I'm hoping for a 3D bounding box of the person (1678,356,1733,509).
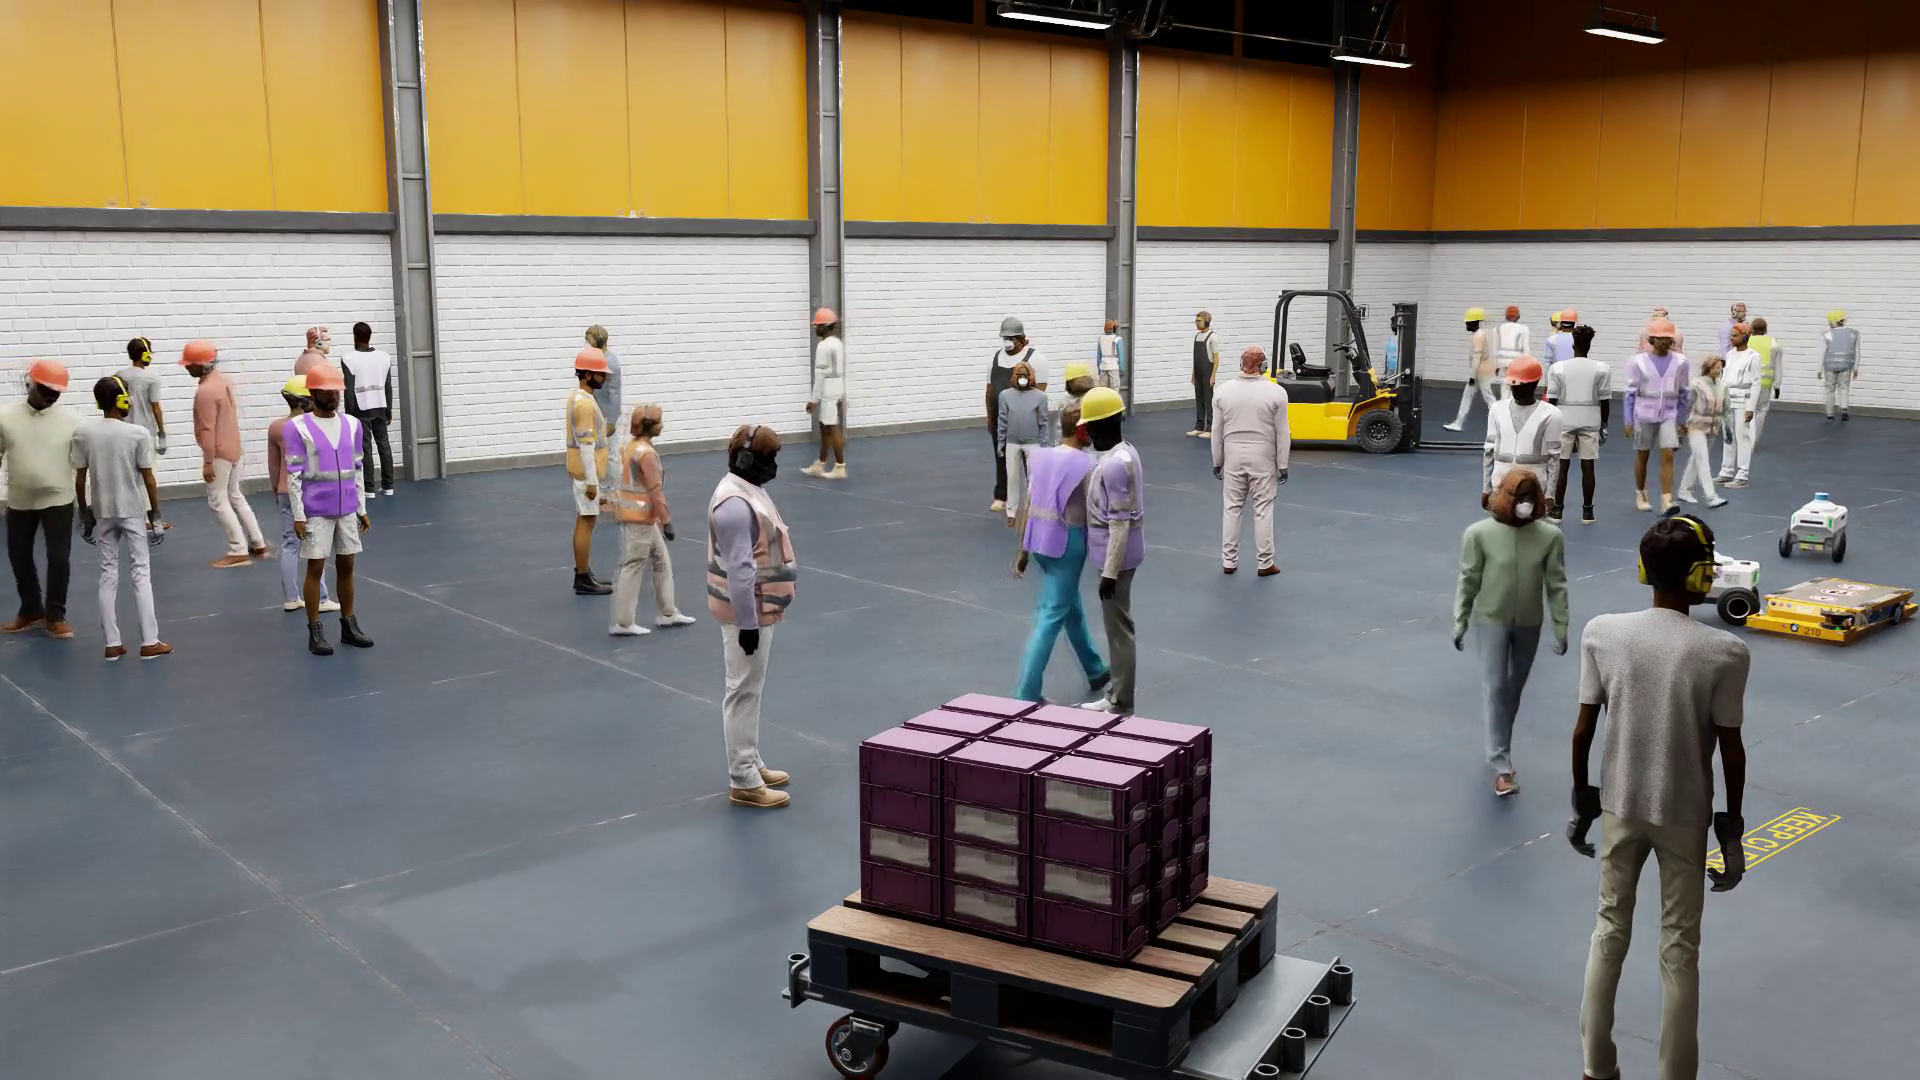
[{"bbox_3d":[7.870,-1.132,17.490,0.525,1.585,0.877,-3,10,-20],"label":"person"}]

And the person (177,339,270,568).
[{"bbox_3d":[-6.283,-0.733,14.127,0.526,1.956,0.697,-1,10,-7],"label":"person"}]

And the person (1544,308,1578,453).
[{"bbox_3d":[8.119,-2.132,22.322,0.542,1.938,0.358,5,11,25],"label":"person"}]

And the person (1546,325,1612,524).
[{"bbox_3d":[6.089,-1.137,16.412,0.607,1.965,0.366,3,10,17],"label":"person"}]

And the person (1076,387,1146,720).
[{"bbox_3d":[0.837,0.102,9.312,0.396,1.915,0.589,1,10,8],"label":"person"}]

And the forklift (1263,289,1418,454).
[{"bbox_3d":[5.034,-2.339,22.783,2.313,2.155,1.214,3,10,16],"label":"forklift"}]

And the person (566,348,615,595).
[{"bbox_3d":[-2.875,-0.533,12.993,0.382,1.929,0.542,-3,10,-17],"label":"person"}]

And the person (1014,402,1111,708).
[{"bbox_3d":[0.676,0.087,9.750,0.962,1.787,0.597,-6,11,-32],"label":"person"}]

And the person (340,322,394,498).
[{"bbox_3d":[-6.471,-1.419,18.204,0.394,1.919,0.590,7,12,37],"label":"person"}]

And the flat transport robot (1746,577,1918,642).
[{"bbox_3d":[6.262,0.480,11.903,1.431,0.197,0.652,-9,13,-42],"label":"flat transport robot"}]

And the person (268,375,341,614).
[{"bbox_3d":[-4.851,-0.336,12.316,0.531,1.765,0.327,3,10,19],"label":"person"}]

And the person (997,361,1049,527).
[{"bbox_3d":[0.613,-0.920,16.153,0.505,1.629,0.279,2,10,14],"label":"person"}]

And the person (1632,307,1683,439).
[{"bbox_3d":[10.064,-2.410,24.039,0.399,1.910,0.643,-8,13,-40],"label":"person"}]

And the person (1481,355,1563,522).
[{"bbox_3d":[4.046,-0.373,12.051,0.542,1.930,0.375,7,12,34],"label":"person"}]

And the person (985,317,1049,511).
[{"bbox_3d":[0.545,-1.288,17.082,0.691,2.000,0.537,5,11,26],"label":"person"}]

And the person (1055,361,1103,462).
[{"bbox_3d":[1.142,-0.784,15.096,0.476,1.704,0.813,8,13,40],"label":"person"}]

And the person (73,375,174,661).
[{"bbox_3d":[-5.484,-0.139,10.869,0.521,1.865,0.319,-1,10,-4],"label":"person"}]

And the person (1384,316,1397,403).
[{"bbox_3d":[7.001,-2.756,26.672,0.317,1.697,0.540,-5,11,-26],"label":"person"}]

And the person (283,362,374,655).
[{"bbox_3d":[-4.194,-0.214,11.087,0.350,1.941,0.545,8,13,39],"label":"person"}]

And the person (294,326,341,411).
[{"bbox_3d":[-6.671,-1.274,17.391,0.399,1.908,0.643,-9,13,-42],"label":"person"}]

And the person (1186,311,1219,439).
[{"bbox_3d":[3.540,-2.393,24.124,0.325,1.843,0.517,-5,11,-29],"label":"person"}]

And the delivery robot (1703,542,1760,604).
[{"bbox_3d":[5.430,0.253,12.127,0.707,0.478,0.477,4,11,24],"label":"delivery robot"}]

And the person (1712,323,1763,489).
[{"bbox_3d":[8.850,-1.529,18.954,0.349,1.882,0.584,-2,10,-12],"label":"person"}]

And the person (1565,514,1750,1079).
[{"bbox_3d":[2.123,0.850,5.078,0.534,1.865,0.309,8,13,39],"label":"person"}]

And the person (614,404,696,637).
[{"bbox_3d":[-2.109,-0.135,11.557,0.711,1.608,0.543,-4,10,-20],"label":"person"}]

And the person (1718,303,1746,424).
[{"bbox_3d":[12.153,-2.761,26.096,0.636,1.911,0.404,-7,12,-37],"label":"person"}]

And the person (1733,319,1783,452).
[{"bbox_3d":[10.833,-2.117,22.692,0.630,1.780,0.972,3,10,15],"label":"person"}]

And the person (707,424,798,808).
[{"bbox_3d":[-0.999,0.358,8.048,0.429,1.837,0.620,-1,10,-3],"label":"person"}]

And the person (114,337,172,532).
[{"bbox_3d":[-7.846,-1.006,15.959,0.506,1.867,0.336,3,10,15],"label":"person"}]

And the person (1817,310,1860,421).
[{"bbox_3d":[13.930,-2.752,26.408,0.612,1.790,0.531,3,10,17],"label":"person"}]

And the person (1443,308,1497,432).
[{"bbox_3d":[7.743,-2.514,24.771,0.933,1.875,0.593,1,10,7],"label":"person"}]

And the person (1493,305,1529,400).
[{"bbox_3d":[8.686,-2.769,26.267,0.604,1.862,0.463,8,13,39],"label":"person"}]

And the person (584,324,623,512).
[{"bbox_3d":[-3.692,-1.260,17.221,0.355,1.936,0.635,-6,11,-32],"label":"person"}]

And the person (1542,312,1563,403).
[{"bbox_3d":[9.359,-2.704,26.194,0.329,1.763,0.523,3,10,17],"label":"person"}]

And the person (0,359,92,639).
[{"bbox_3d":[-6.347,-0.282,11.493,0.688,1.944,0.673,-4,10,-21],"label":"person"}]

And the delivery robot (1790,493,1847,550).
[{"bbox_3d":[7.547,-0.170,14.604,0.477,0.478,0.707,7,12,36],"label":"delivery robot"}]

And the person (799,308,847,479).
[{"bbox_3d":[-1.617,-1.717,19.684,0.559,2.044,0.627,2,10,10],"label":"person"}]

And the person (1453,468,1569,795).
[{"bbox_3d":[2.748,0.448,8.217,0.524,1.593,0.771,0,10,-2],"label":"person"}]

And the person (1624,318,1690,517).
[{"bbox_3d":[7.073,-1.229,16.840,0.640,1.997,1.023,2,10,9],"label":"person"}]

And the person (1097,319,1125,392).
[{"bbox_3d":[2.406,-2.709,26.571,0.522,1.640,0.306,9,13,42],"label":"person"}]

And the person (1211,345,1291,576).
[{"bbox_3d":[2.410,-0.653,13.756,0.653,1.906,0.405,4,11,23],"label":"person"}]
